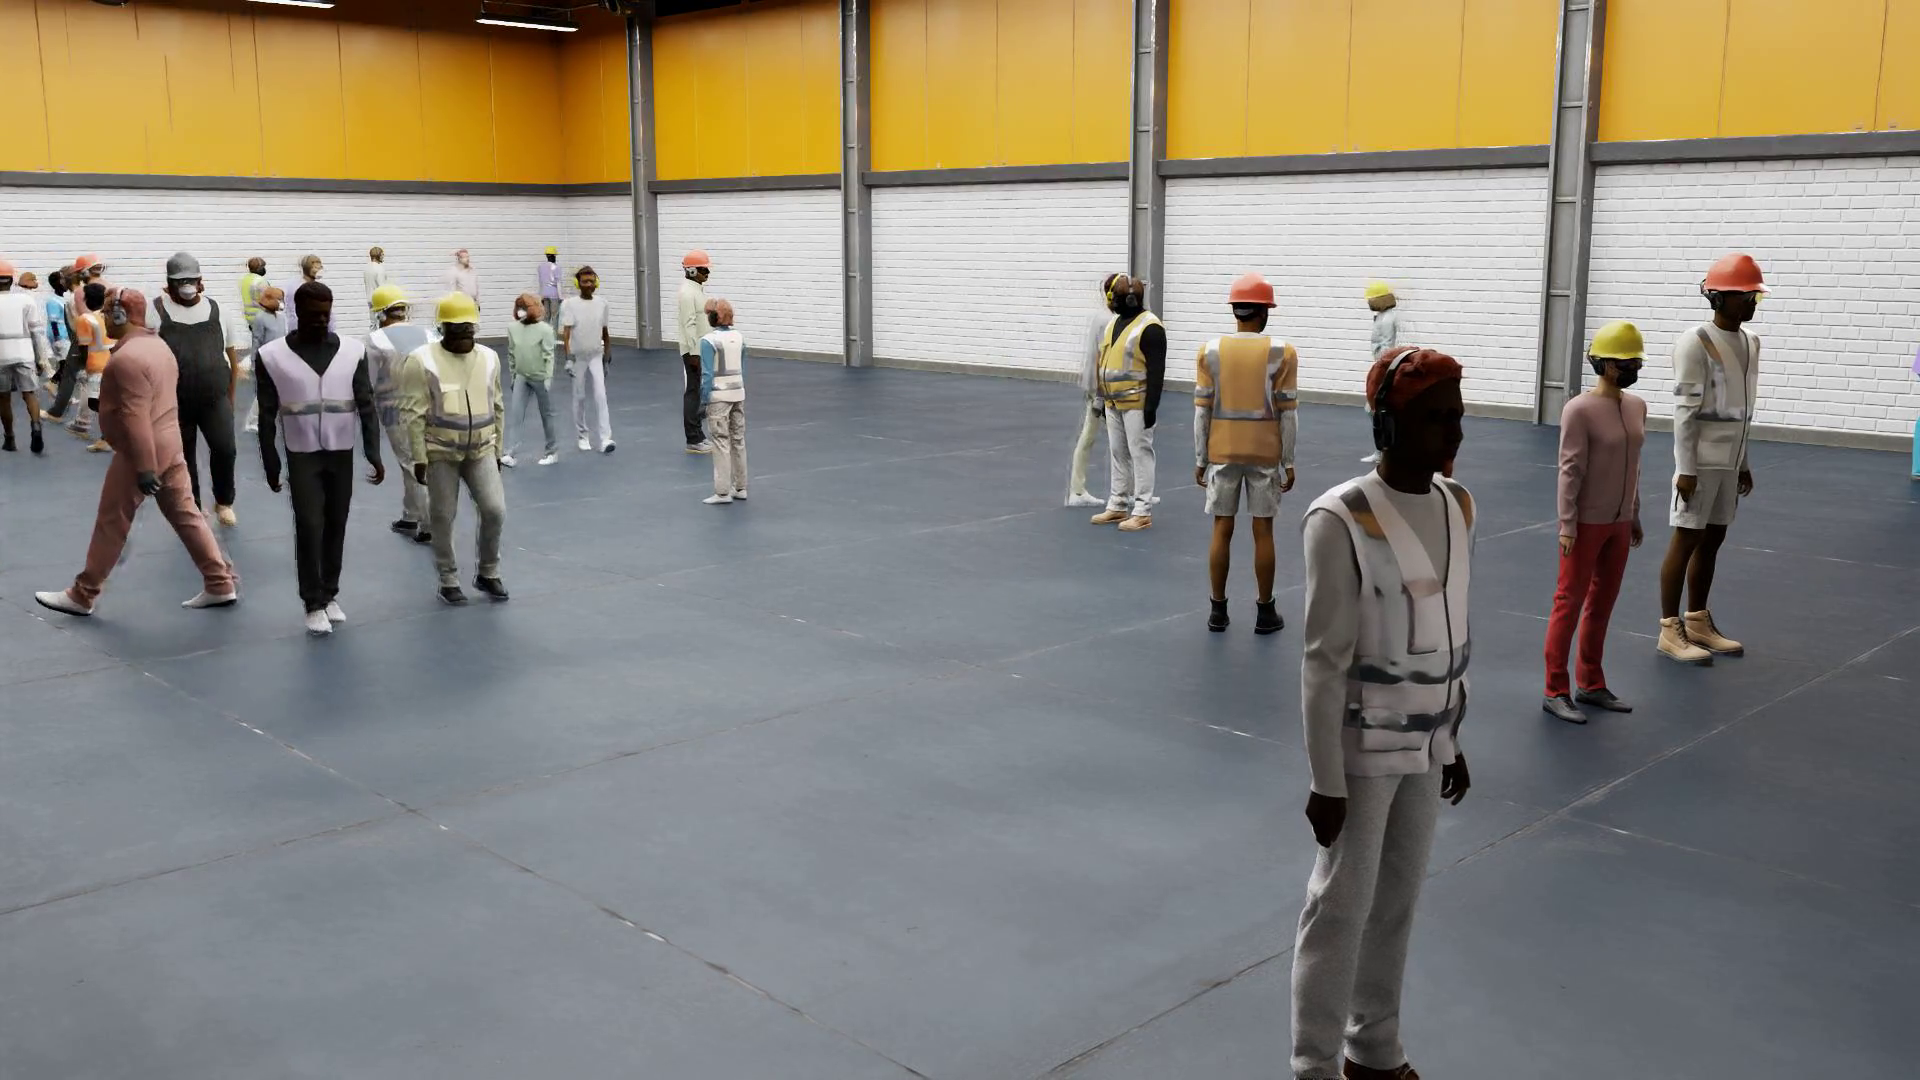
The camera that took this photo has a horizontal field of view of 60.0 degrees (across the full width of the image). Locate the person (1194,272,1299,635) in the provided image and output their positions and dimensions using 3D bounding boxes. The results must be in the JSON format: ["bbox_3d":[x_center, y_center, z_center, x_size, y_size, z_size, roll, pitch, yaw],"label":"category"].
[{"bbox_3d":[1.535,-0.460,8.940,0.550,1.933,0.373,3,11,18],"label":"person"}]

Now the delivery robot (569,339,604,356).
[{"bbox_3d":[-6.159,-3.196,27.369,0.707,0.478,0.477,9,14,40],"label":"delivery robot"}]

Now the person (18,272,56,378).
[{"bbox_3d":[-13.768,-3.164,24.591,0.507,1.595,0.842,9,14,40],"label":"person"}]

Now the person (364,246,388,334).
[{"bbox_3d":[-9.965,-4.050,28.510,0.629,1.940,0.372,10,14,44],"label":"person"}]

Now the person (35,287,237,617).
[{"bbox_3d":[-4.652,-0.490,9.352,1.033,1.842,0.649,-1,10,-3],"label":"person"}]

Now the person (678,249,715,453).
[{"bbox_3d":[-2.583,-1.855,16.383,0.377,1.995,0.612,0,10,0],"label":"person"}]

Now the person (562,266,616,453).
[{"bbox_3d":[-3.625,-1.750,16.278,0.507,1.823,0.961,-5,11,-25],"label":"person"}]

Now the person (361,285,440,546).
[{"bbox_3d":[-3.888,-0.862,11.540,0.832,1.785,0.582,7,13,34],"label":"person"}]

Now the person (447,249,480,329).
[{"bbox_3d":[-8.765,-4.177,29.317,0.573,1.893,0.655,5,11,24],"label":"person"}]

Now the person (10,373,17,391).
[{"bbox_3d":[-13.102,-2.948,22.586,0.537,1.913,0.551,-4,11,-22],"label":"person"}]

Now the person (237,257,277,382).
[{"bbox_3d":[-10.132,-3.163,23.977,0.637,1.826,0.698,10,14,43],"label":"person"}]

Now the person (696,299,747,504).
[{"bbox_3d":[-1.884,-1.097,13.266,0.325,1.632,0.530,6,12,30],"label":"person"}]

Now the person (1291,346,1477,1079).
[{"bbox_3d":[0.996,0.495,3.872,0.577,1.882,0.349,-9,14,-41],"label":"person"}]

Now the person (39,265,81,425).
[{"bbox_3d":[-9.943,-2.188,18.744,0.980,1.792,0.509,0,10,-1],"label":"person"}]

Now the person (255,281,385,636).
[{"bbox_3d":[-3.423,-0.439,8.984,0.583,1.883,0.784,-8,13,-37],"label":"person"}]

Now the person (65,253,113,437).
[{"bbox_3d":[-9.016,-2.008,17.356,1.017,1.935,0.616,5,11,24],"label":"person"}]

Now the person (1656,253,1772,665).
[{"bbox_3d":[3.796,-0.404,8.338,0.607,2.045,0.390,-7,13,-34],"label":"person"}]

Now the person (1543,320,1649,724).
[{"bbox_3d":[2.836,-0.080,7.329,0.533,1.767,0.325,-7,12,-32],"label":"person"}]

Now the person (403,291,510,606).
[{"bbox_3d":[-2.864,-0.505,9.531,0.613,1.815,0.510,-8,13,-37],"label":"person"}]

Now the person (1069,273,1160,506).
[{"bbox_3d":[1.227,-1.161,13.034,0.816,1.830,0.560,-1,10,-7],"label":"person"}]

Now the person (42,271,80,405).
[{"bbox_3d":[-11.344,-2.539,20.939,0.426,1.684,0.546,-2,11,-11],"label":"person"}]

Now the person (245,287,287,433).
[{"bbox_3d":[-7.358,-1.908,17.800,0.865,1.579,0.520,1,10,8],"label":"person"}]

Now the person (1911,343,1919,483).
[{"bbox_3d":[8.448,-1.405,14.359,0.389,1.837,0.563,9,14,42],"label":"person"}]

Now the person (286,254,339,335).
[{"bbox_3d":[-7.146,-2.229,18.622,0.676,1.919,0.643,2,11,11],"label":"person"}]

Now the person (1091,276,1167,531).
[{"bbox_3d":[1.226,-0.991,12.103,0.430,1.841,0.624,-6,12,-28],"label":"person"}]

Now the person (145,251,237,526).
[{"bbox_3d":[-5.527,-1.065,11.953,0.690,2.000,0.537,-6,12,-31],"label":"person"}]

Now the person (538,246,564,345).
[{"bbox_3d":[-7.986,-4.786,32.569,0.589,1.923,0.392,7,12,33],"label":"person"}]

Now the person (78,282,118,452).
[{"bbox_3d":[-8.315,-1.671,16.232,0.617,1.679,0.542,2,11,10],"label":"person"}]

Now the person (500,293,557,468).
[{"bbox_3d":[-3.966,-1.446,15.218,0.526,1.589,0.817,3,11,18],"label":"person"}]

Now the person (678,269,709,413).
[{"bbox_3d":[-3.183,-2.462,20.113,0.429,1.845,0.627,-3,11,-17],"label":"person"}]

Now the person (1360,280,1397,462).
[{"bbox_3d":[3.959,-1.547,15.467,0.498,1.720,0.544,2,11,12],"label":"person"}]

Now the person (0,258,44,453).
[{"bbox_3d":[-9.275,-1.792,16.272,0.560,1.914,0.837,-8,13,-37],"label":"person"}]
